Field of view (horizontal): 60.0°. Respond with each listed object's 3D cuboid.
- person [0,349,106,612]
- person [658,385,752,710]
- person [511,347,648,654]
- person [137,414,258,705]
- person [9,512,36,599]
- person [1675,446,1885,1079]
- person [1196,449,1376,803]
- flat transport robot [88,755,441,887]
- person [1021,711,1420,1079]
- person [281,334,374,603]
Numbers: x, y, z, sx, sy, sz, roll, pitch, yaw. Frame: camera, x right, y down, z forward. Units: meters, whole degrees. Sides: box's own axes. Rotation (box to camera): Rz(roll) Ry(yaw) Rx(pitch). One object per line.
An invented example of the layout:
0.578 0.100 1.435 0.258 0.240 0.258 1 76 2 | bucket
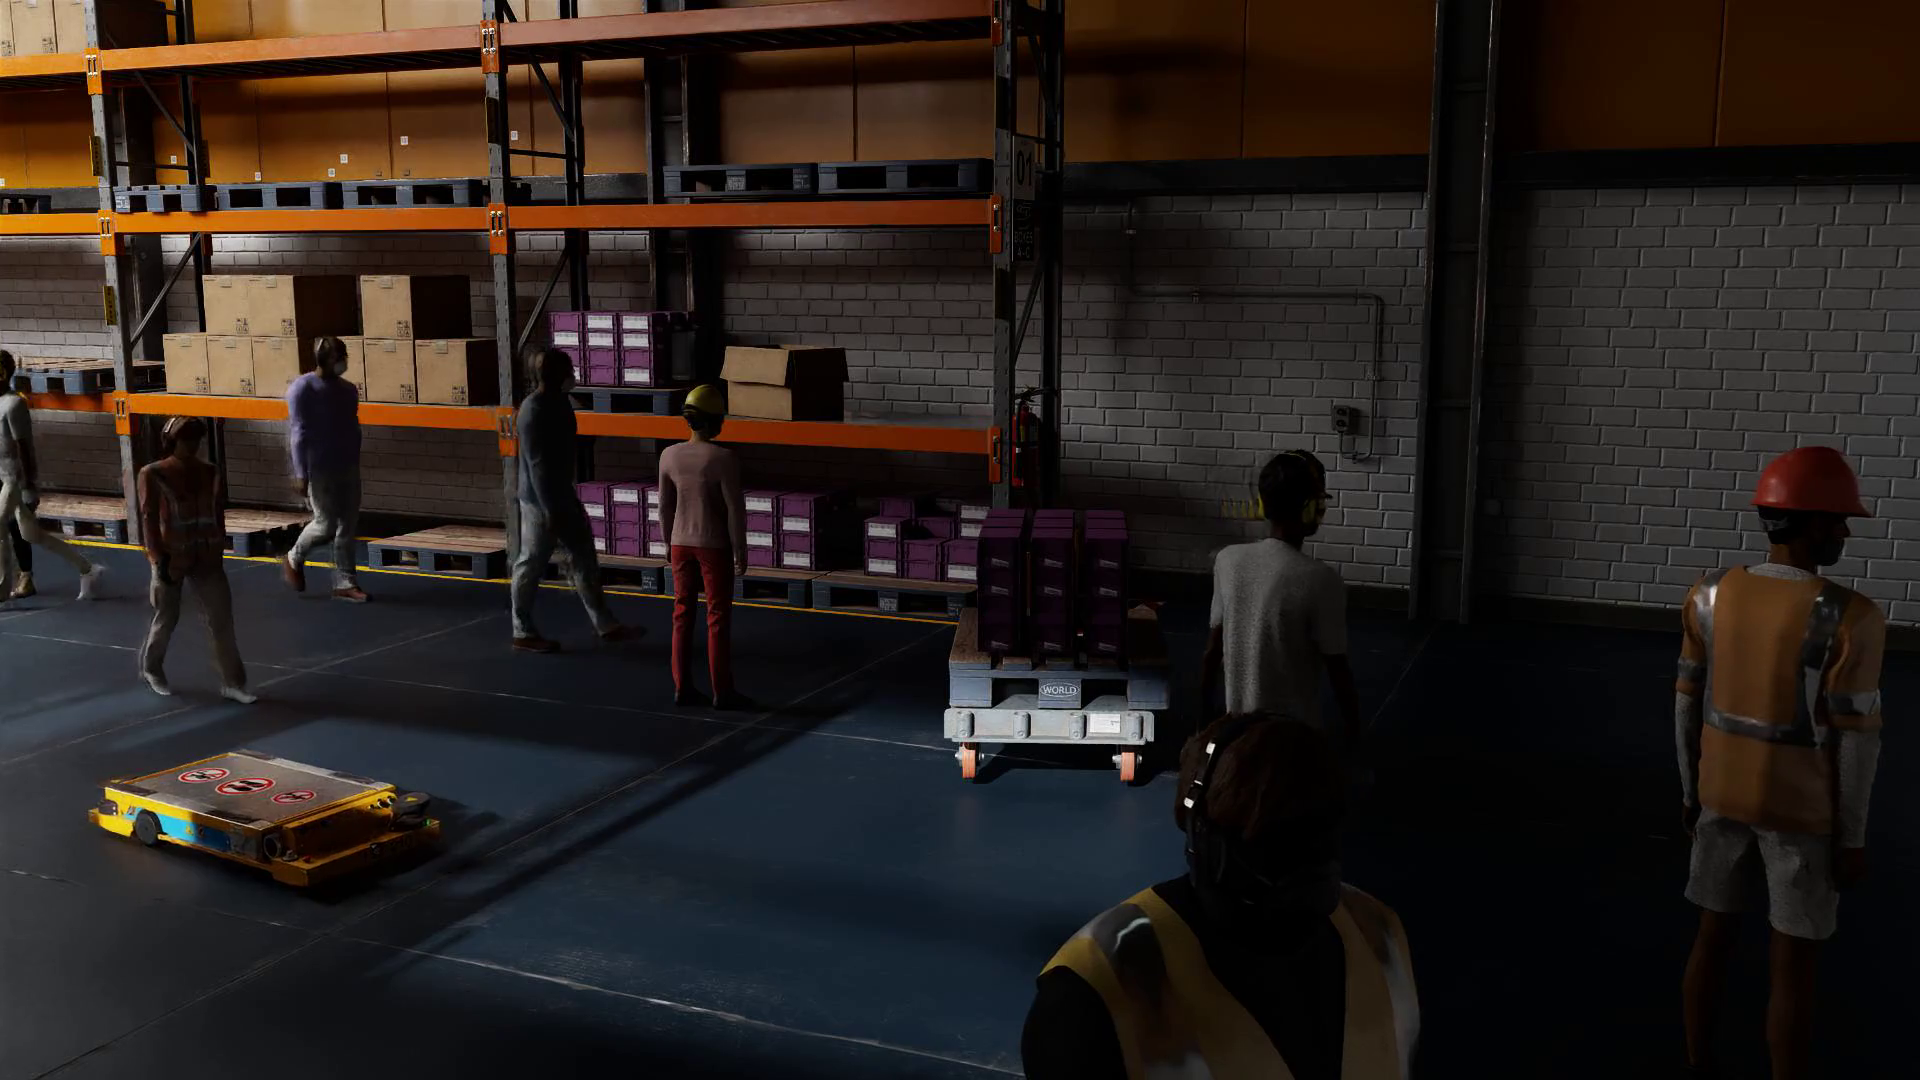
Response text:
-6.508 -0.419 11.604 0.849 1.843 0.510 -6 11 -30 | person
-1.384 0.039 9.065 0.533 1.765 0.329 5 10 25 | person
-2.384 -0.219 10.191 0.932 1.899 0.660 2 10 10 | person
-4.279 0.101 9.182 0.812 1.598 0.519 7 12 36 | person
-6.953 -0.416 11.991 0.541 1.696 0.315 1 10 7 | person
2.226 0.709 4.544 0.376 1.934 0.547 -6 11 -33 | person
1.098 0.626 5.338 0.915 1.828 0.558 -7 12 -35 | person
-2.931 1.133 6.976 1.431 0.197 0.652 6 11 31 | flat transport robot
0.388 1.133 2.280 0.620 1.845 0.430 -5 11 -30 | person
-4.518 -0.499 11.814 0.616 1.923 0.638 4 10 24 | person
